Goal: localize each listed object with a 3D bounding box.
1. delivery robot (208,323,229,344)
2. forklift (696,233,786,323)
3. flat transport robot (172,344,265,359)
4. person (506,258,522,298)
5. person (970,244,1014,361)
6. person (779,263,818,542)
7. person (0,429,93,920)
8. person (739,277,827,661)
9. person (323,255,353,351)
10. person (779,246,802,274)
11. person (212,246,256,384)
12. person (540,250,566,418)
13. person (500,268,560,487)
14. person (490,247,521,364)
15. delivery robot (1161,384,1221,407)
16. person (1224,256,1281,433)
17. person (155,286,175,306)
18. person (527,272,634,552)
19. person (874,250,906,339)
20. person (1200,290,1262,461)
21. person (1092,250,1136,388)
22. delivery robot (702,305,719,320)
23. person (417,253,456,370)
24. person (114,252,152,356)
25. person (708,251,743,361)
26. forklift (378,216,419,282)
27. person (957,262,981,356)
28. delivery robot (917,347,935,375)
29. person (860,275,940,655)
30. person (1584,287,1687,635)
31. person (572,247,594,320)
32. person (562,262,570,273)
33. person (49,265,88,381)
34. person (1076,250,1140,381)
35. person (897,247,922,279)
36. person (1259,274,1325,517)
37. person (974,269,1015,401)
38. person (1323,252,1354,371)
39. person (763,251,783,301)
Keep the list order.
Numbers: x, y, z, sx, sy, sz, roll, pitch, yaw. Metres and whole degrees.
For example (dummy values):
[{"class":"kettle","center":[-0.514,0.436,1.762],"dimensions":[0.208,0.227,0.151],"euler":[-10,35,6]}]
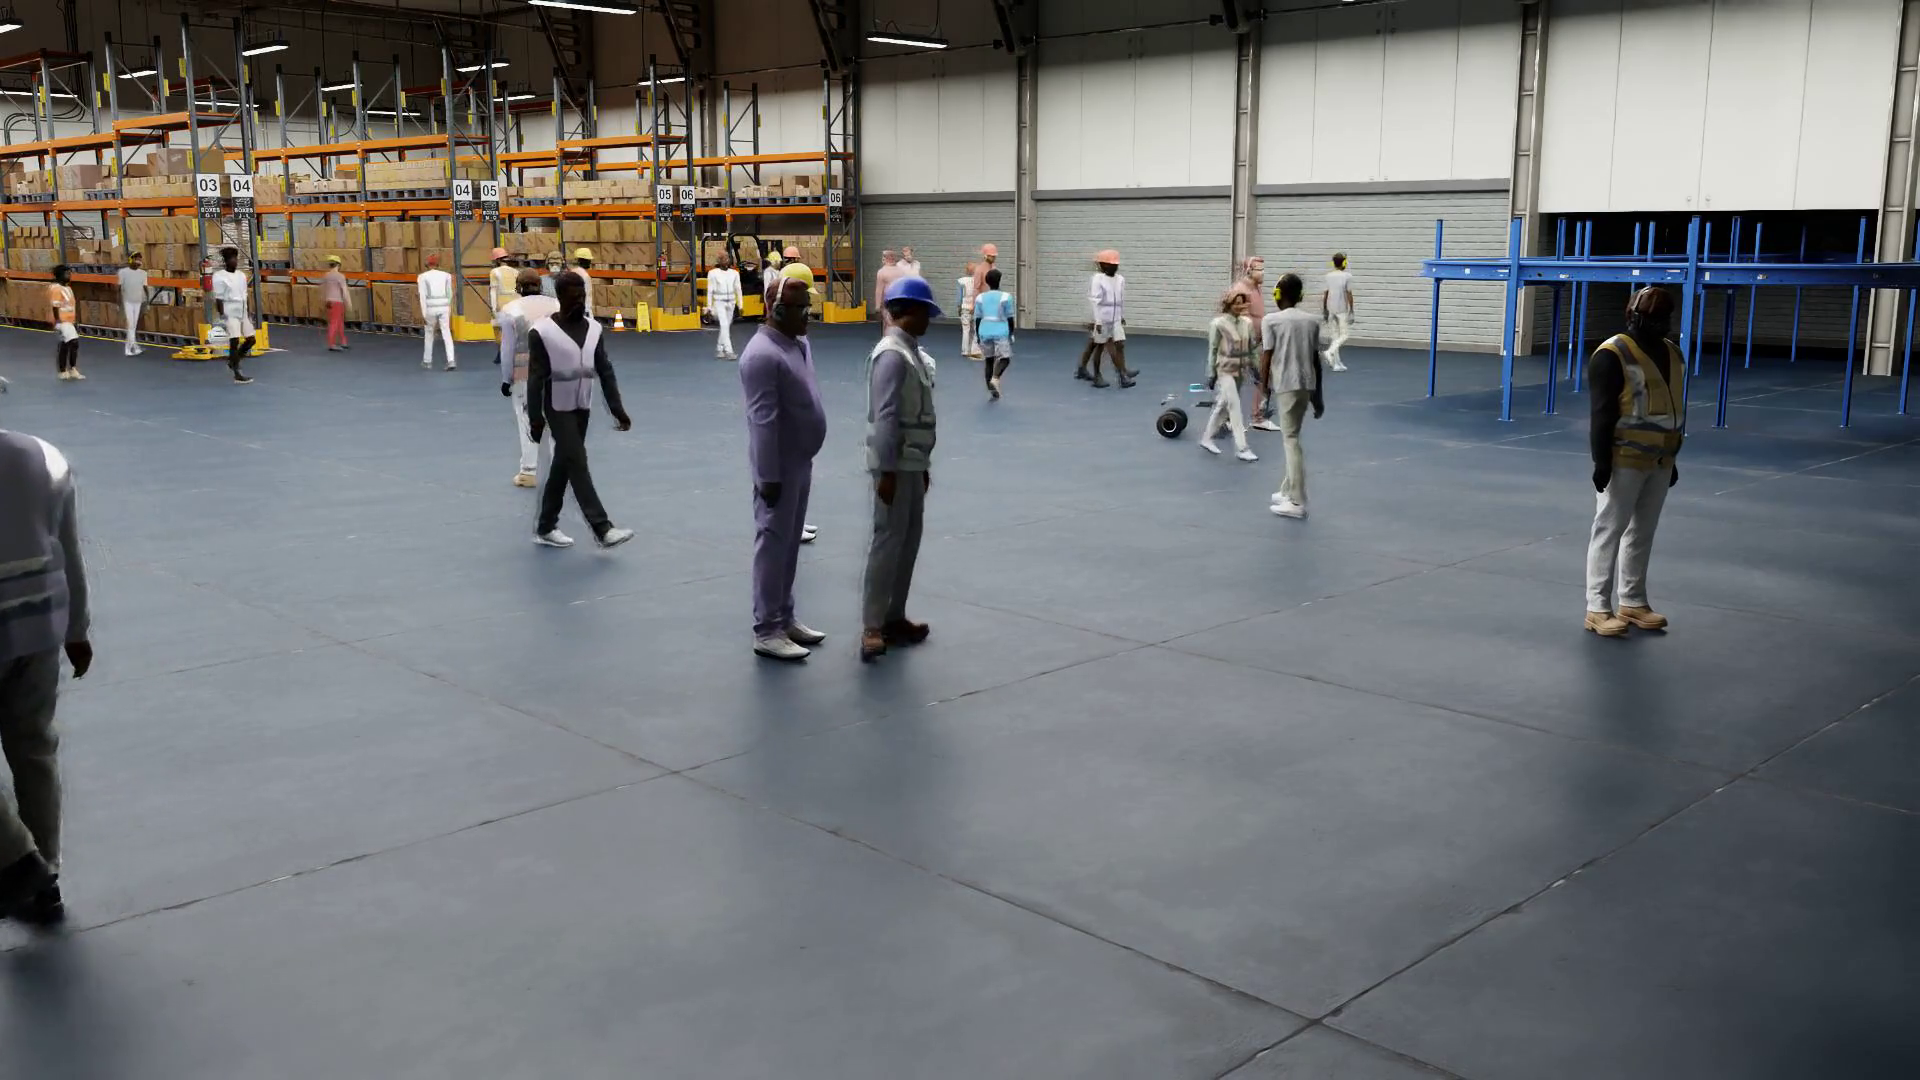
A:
[{"class":"delivery robot","center":[-13.295,-3.646,29.824],"dimensions":[0.477,0.478,0.707],"euler":[-5,11,-24]},{"class":"forklift","center":[-5.496,-6.489,41.108],"dimensions":[2.313,2.155,1.214],"euler":[-10,14,-44]},{"class":"flat transport robot","center":[-12.880,-3.291,28.909],"dimensions":[0.652,0.197,1.431],"euler":[5,12,22]},{"class":"person","center":[-8.548,-4.522,31.692],"dimensions":[0.695,1.676,0.539],"euler":[9,14,40]},{"class":"person","center":[0.556,-3.991,28.046],"dimensions":[0.963,1.945,0.611],"euler":[5,12,26]},{"class":"person","center":[-1.170,-0.963,11.616],"dimensions":[0.381,1.917,0.586],"euler":[0,10,-1]},{"class":"person","center":[-2.938,0.289,5.066],"dimensions":[0.479,1.808,0.625],"euler":[6,12,29]},{"class":"person","center":[-0.872,-0.371,8.425],"dimensions":[0.403,1.904,0.652],"euler":[2,11,9]},{"class":"person","center":[-11.439,-4.367,30.665],"dimensions":[0.662,1.722,0.741],"euler":[6,12,32]},{"class":"person","center":[-2.663,-3.661,26.276],"dimensions":[0.376,1.933,0.556],"euler":[-5,12,-26]},{"class":"person","center":[-10.406,-3.227,23.853],"dimensions":[0.436,1.953,0.643],"euler":[4,11,19]},{"class":"person","center":[-4.650,-2.373,19.249],"dimensions":[0.638,1.936,0.356],"euler":[-5,11,-24]},{"class":"person","center":[-3.614,-1.384,14.140],"dimensions":[0.621,1.837,0.429],"euler":[-8,13,-37]},{"class":"person","center":[-7.459,-3.814,27.169],"dimensions":[0.577,1.905,0.709],"euler":[-9,14,-41]},{"class":"delivery robot","center":[2.490,-1.539,17.628],"dimensions":[0.698,0.223,0.335],"euler":[3,11,14]},{"class":"person","center":[3.150,-2.070,17.766],"dimensions":[0.762,1.883,0.659],"euler":[6,12,32]},{"class":"person","center":[-18.330,-5.720,38.484],"dimensions":[0.726,1.617,0.515],"euler":[8,13,38]},{"class":"person","center":[-2.538,-0.846,11.133],"dimensions":[1.011,1.858,0.591],"euler":[6,12,30]},{"class":"person","center":[-1.144,-4.040,28.558],"dimensions":[0.966,1.864,0.643],"euler":[8,13,37]},{"class":"person","center":[2.587,-1.584,15.896],"dimensions":[0.525,1.598,0.855],"euler":[-8,13,-37]},{"class":"person","center":[2.103,-3.032,22.934],"dimensions":[0.569,1.897,0.912],"euler":[-6,12,-29]},{"class":"delivery robot","center":[-5.774,-5.445,39.635],"dimensions":[0.707,0.478,0.477],"euler":[-1,10,-3]},{"class":"person","center":[-8.268,-3.605,26.296],"dimensions":[0.563,1.836,0.946],"euler":[-7,13,-35]},{"class":"person","center":[-14.462,-4.126,29.146],"dimensions":[0.941,1.818,0.539],"euler":[8,13,39]},{"class":"person","center":[-4.052,-4.035,28.586],"dimensions":[0.589,1.844,0.964],"euler":[-7,12,-32]},{"class":"forklift","center":[-17.868,-9.201,54.028],"dimensions":[1.873,2.768,1.129],"euler":[-10,14,-44]},{"class":"person","center":[0.207,-4.056,29.237],"dimensions":[0.513,1.641,0.307],"euler":[-1,10,-4]},{"class":"delivery robot","center":[-0.580,-2.491,23.525],"dimensions":[0.477,0.478,0.707],"euler":[-2,11,-12]},{"class":"person","center":[-0.321,-0.379,8.496],"dimensions":[0.376,1.911,0.765],"euler":[2,11,10]},{"class":"person","center":[3.617,-0.422,8.873],"dimensions":[0.633,1.841,0.429],"euler":[-6,12,-29]},{"class":"person","center":[-6.313,-3.906,27.673],"dimensions":[0.720,1.908,0.598],"euler":[-5,12,-27]},{"class":"person","center":[-5.033,-2.591,20.836],"dimensions":[0.533,1.813,0.920],"euler":[-7,12,-33]},{"class":"person","center":[-12.882,-3.143,24.123],"dimensions":[0.565,1.677,0.552],"euler":[-2,11,-10]},{"class":"person","center":[2.131,-3.249,24.178],"dimensions":[1.016,1.883,0.563],"euler":[4,11,20]},{"class":"person","center":[-1.099,-5.077,34.213],"dimensions":[0.709,1.864,0.640],"euler":[-8,13,-38]},{"class":"person","center":[2.543,-1.114,12.759],"dimensions":[0.510,1.814,0.679],"euler":[-5,11,-24]},{"class":"person","center":[0.418,-2.608,21.195],"dimensions":[0.543,1.685,0.472],"euler":[4,11,22]},{"class":"person","center":[5.882,-3.557,25.921],"dimensions":[0.609,1.858,0.531],"euler":[-9,14,-41]},{"class":"person","center":[-3.535,-4.575,31.600],"dimensions":[0.739,1.812,0.611],"euler":[3,11,15]}]
